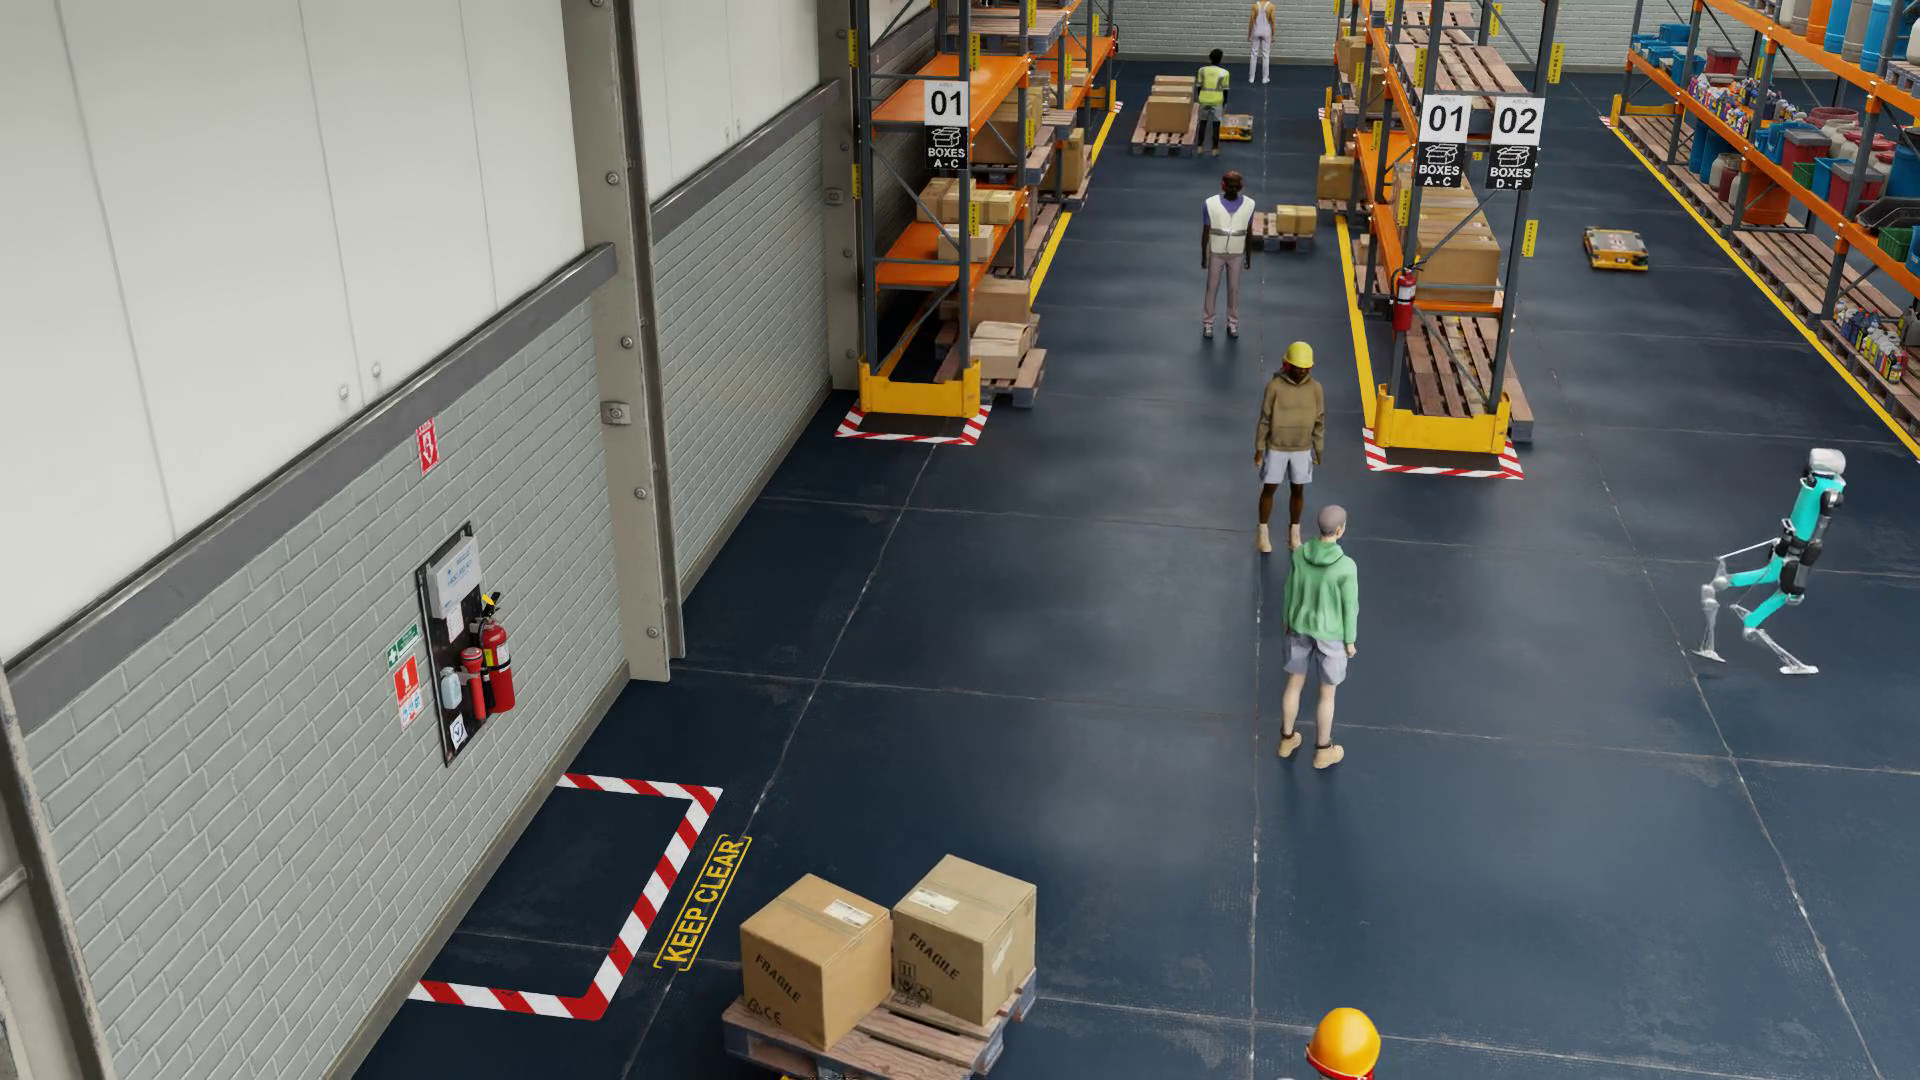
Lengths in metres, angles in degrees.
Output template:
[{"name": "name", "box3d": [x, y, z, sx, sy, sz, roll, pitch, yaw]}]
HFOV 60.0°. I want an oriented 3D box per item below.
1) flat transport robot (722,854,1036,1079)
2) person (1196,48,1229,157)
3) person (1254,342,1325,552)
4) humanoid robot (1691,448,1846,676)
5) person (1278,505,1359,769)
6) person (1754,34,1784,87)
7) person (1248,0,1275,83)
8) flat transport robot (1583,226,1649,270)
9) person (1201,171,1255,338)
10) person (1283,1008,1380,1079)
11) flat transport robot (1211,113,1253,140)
[{"name": "flat transport robot", "box3d": [-0.393, 2.460, 8.093, 0.659, 0.231, 1.431, 12, 27, 23]}, {"name": "person", "box3d": [4.046, -7.031, 26.740, 0.544, 1.689, 0.328, 11, 27, 22]}, {"name": "person", "box3d": [2.610, -0.745, 13.203, 0.553, 1.753, 0.413, 0, 25, 1]}, {"name": "humanoid robot", "box3d": [5.425, 0.193, 11.266, 1.043, 1.755, 0.558, 4, 25, 9]}, {"name": "person", "box3d": [2.217, 0.601, 10.329, 0.483, 1.741, 0.317, 18, 30, 33]}, {"name": "person", "box3d": [15.859, -9.763, 32.496, 0.332, 1.757, 0.532, -18, 31, -34]}, {"name": "person", "box3d": [5.966, -10.007, 32.892, 0.531, 1.861, 0.382, 6, 26, 13]}, {"name": "flat transport robot", "box3d": [8.418, -3.743, 21.368, 0.659, 0.231, 1.431, 6, 26, 13]}, {"name": "person", "box3d": [2.910, -3.130, 18.195, 0.566, 1.843, 0.384, -1, 25, -3]}, {"name": "person", "box3d": [1.325, 2.502, 6.088, 0.571, 1.894, 0.368, 15, 29, 28]}, {"name": "flat transport robot", "box3d": [4.676, -7.083, 28.516, 0.659, 0.231, 1.431, 4, 25, 9]}]
